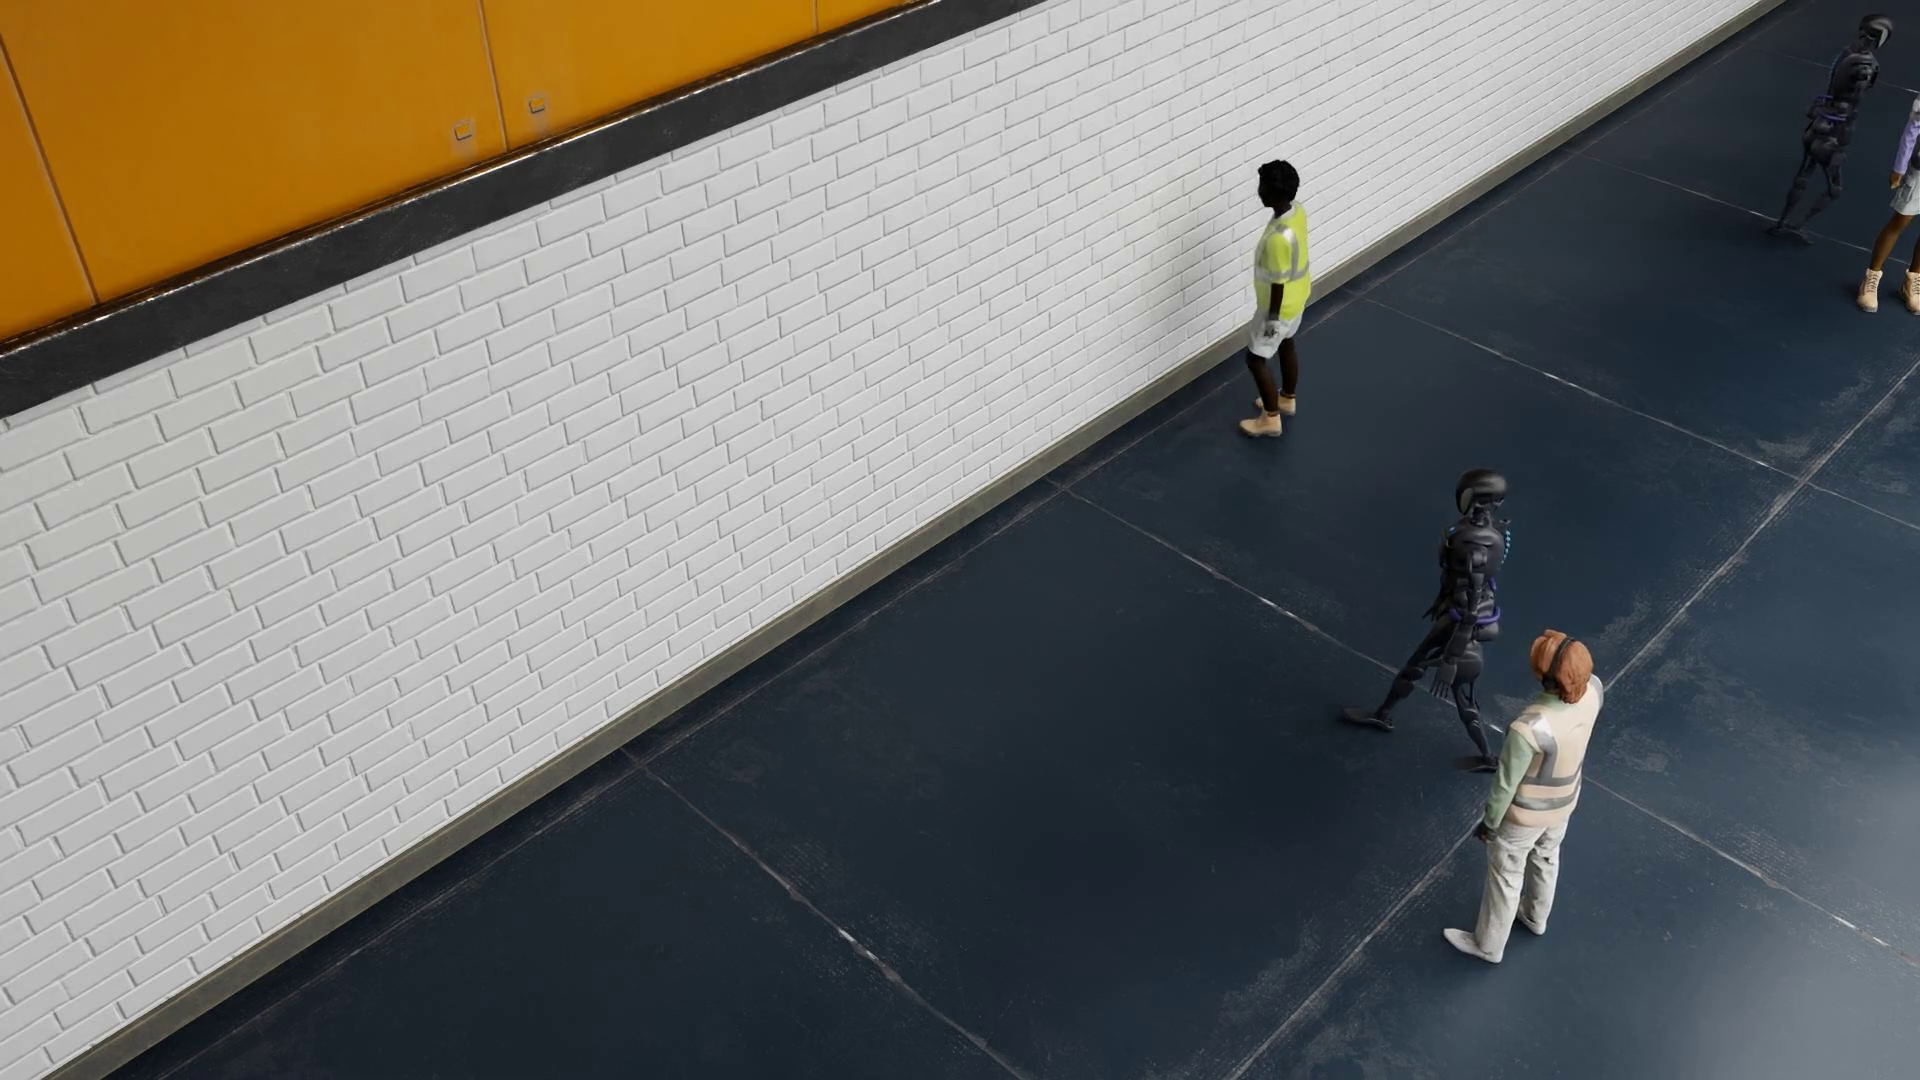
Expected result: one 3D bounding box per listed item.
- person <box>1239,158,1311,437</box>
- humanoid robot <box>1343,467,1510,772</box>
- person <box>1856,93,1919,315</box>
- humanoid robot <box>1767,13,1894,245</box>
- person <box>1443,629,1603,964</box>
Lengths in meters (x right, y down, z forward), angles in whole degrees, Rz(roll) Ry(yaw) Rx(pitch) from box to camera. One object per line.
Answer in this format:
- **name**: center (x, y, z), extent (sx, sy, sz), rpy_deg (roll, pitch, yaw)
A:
- **person**: center (1.808, -1.381, 9.519), extent (0.373, 1.678, 0.550), rpy_deg (15, 41, 17)
- **humanoid robot**: center (2.187, 0.374, 7.359), extent (0.747, 1.629, 0.589), rpy_deg (5, 39, 6)
- **person**: center (6.201, -2.356, 10.448), extent (0.615, 2.041, 0.377), rpy_deg (4, 39, 5)
- **humanoid robot**: center (5.906, -2.784, 11.274), extent (0.340, 1.646, 0.615), rpy_deg (6, 39, 8)
- **person**: center (2.243, 1.025, 6.553), extent (0.527, 1.628, 0.321), rpy_deg (-25, 45, -28)
